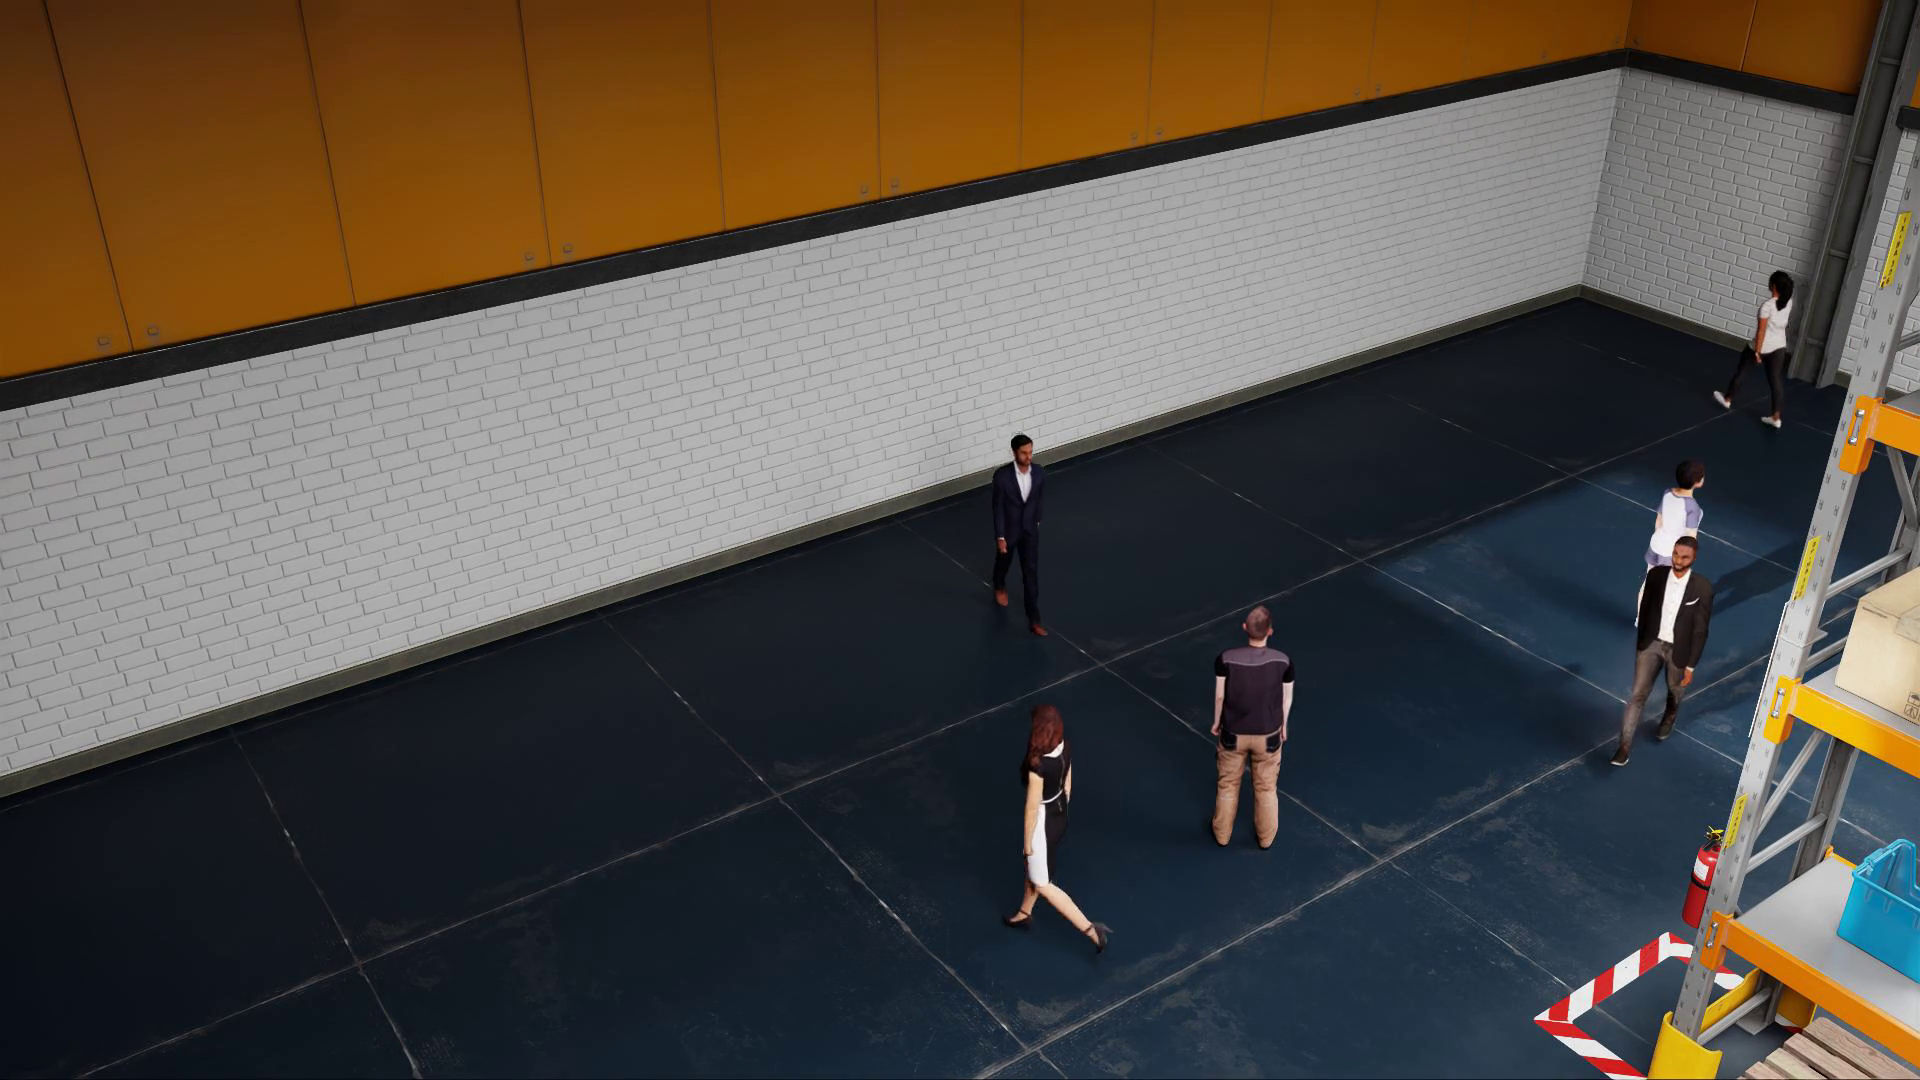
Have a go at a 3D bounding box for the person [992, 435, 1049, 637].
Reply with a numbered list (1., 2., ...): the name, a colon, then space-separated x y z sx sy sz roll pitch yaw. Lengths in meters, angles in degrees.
1. person: 0.424 -0.103 13.712 0.874 1.680 1.231 -9 30 -16

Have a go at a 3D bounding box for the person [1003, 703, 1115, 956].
1. person: 0.579 1.797 10.128 1.114 1.777 0.862 18 33 29

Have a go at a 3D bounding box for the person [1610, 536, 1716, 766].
1. person: 5.159 0.769 12.039 1.212 1.750 0.959 21 35 34

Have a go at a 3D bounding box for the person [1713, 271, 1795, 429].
1. person: 8.397 -1.934 17.155 0.803 1.597 1.152 -9 30 -15

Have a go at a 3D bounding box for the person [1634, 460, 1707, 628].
1. person: 5.792 0.060 13.532 0.683 1.565 0.548 -9 30 -16

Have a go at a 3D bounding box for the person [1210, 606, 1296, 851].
1. person: 1.926 1.253 11.059 0.770 1.841 0.830 5 29 9
